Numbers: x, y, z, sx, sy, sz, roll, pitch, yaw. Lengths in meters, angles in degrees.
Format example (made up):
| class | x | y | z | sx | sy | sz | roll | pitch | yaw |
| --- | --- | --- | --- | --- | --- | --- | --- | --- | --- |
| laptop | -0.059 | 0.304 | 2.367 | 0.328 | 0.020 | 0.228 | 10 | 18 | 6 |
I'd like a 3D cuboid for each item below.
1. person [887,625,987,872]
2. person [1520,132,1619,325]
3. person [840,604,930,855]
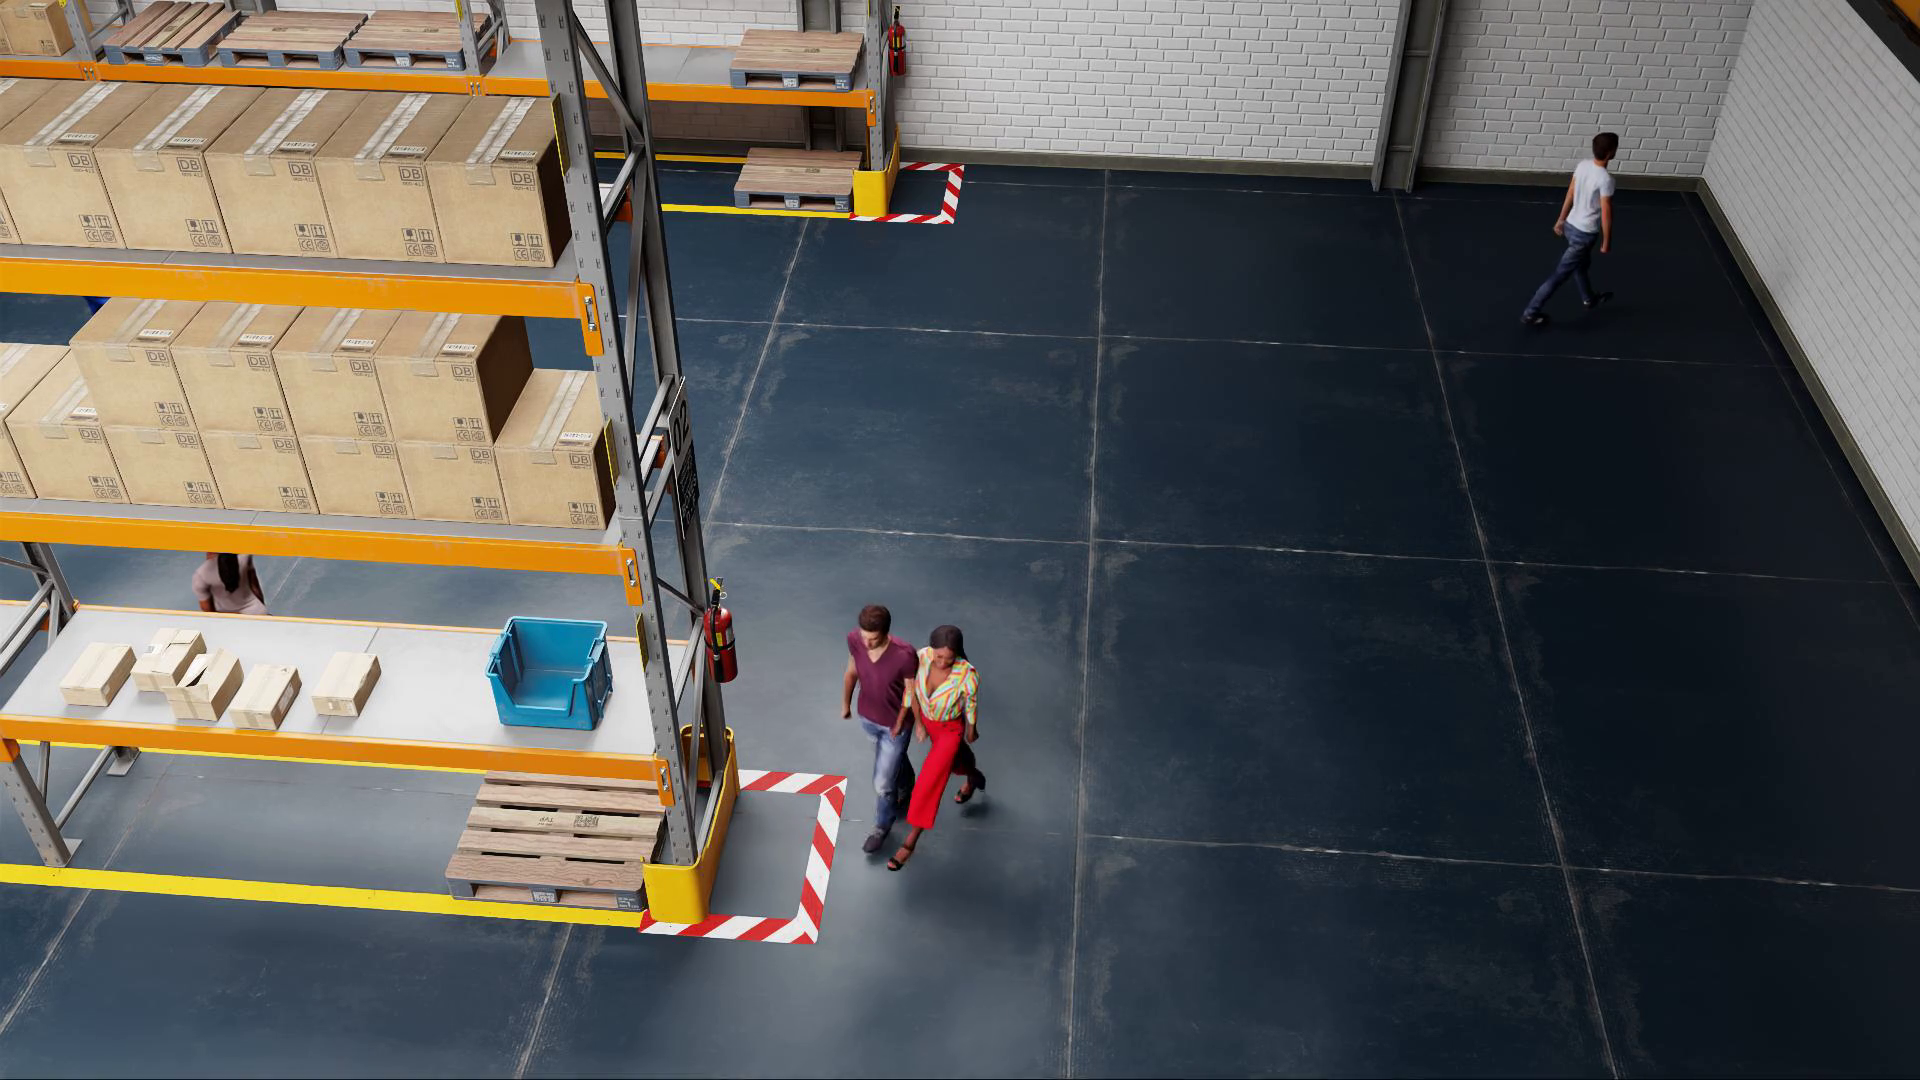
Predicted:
| class | x | y | z | sx | sy | sz | roll | pitch | yaw |
| --- | --- | --- | --- | --- | --- | --- | --- | --- | --- |
| person | -0.046 | 1.127 | 10.040 | 1.203 | 1.719 | 1.128 | 28 | 46 | 30 |
| person | 5.435 | -2.702 | 14.758 | 1.293 | 1.815 | 0.963 | -10 | 40 | -12 |
| person | -0.389 | 1.016 | 10.101 | 0.959 | 1.816 | 1.003 | 26 | 45 | 29 |
